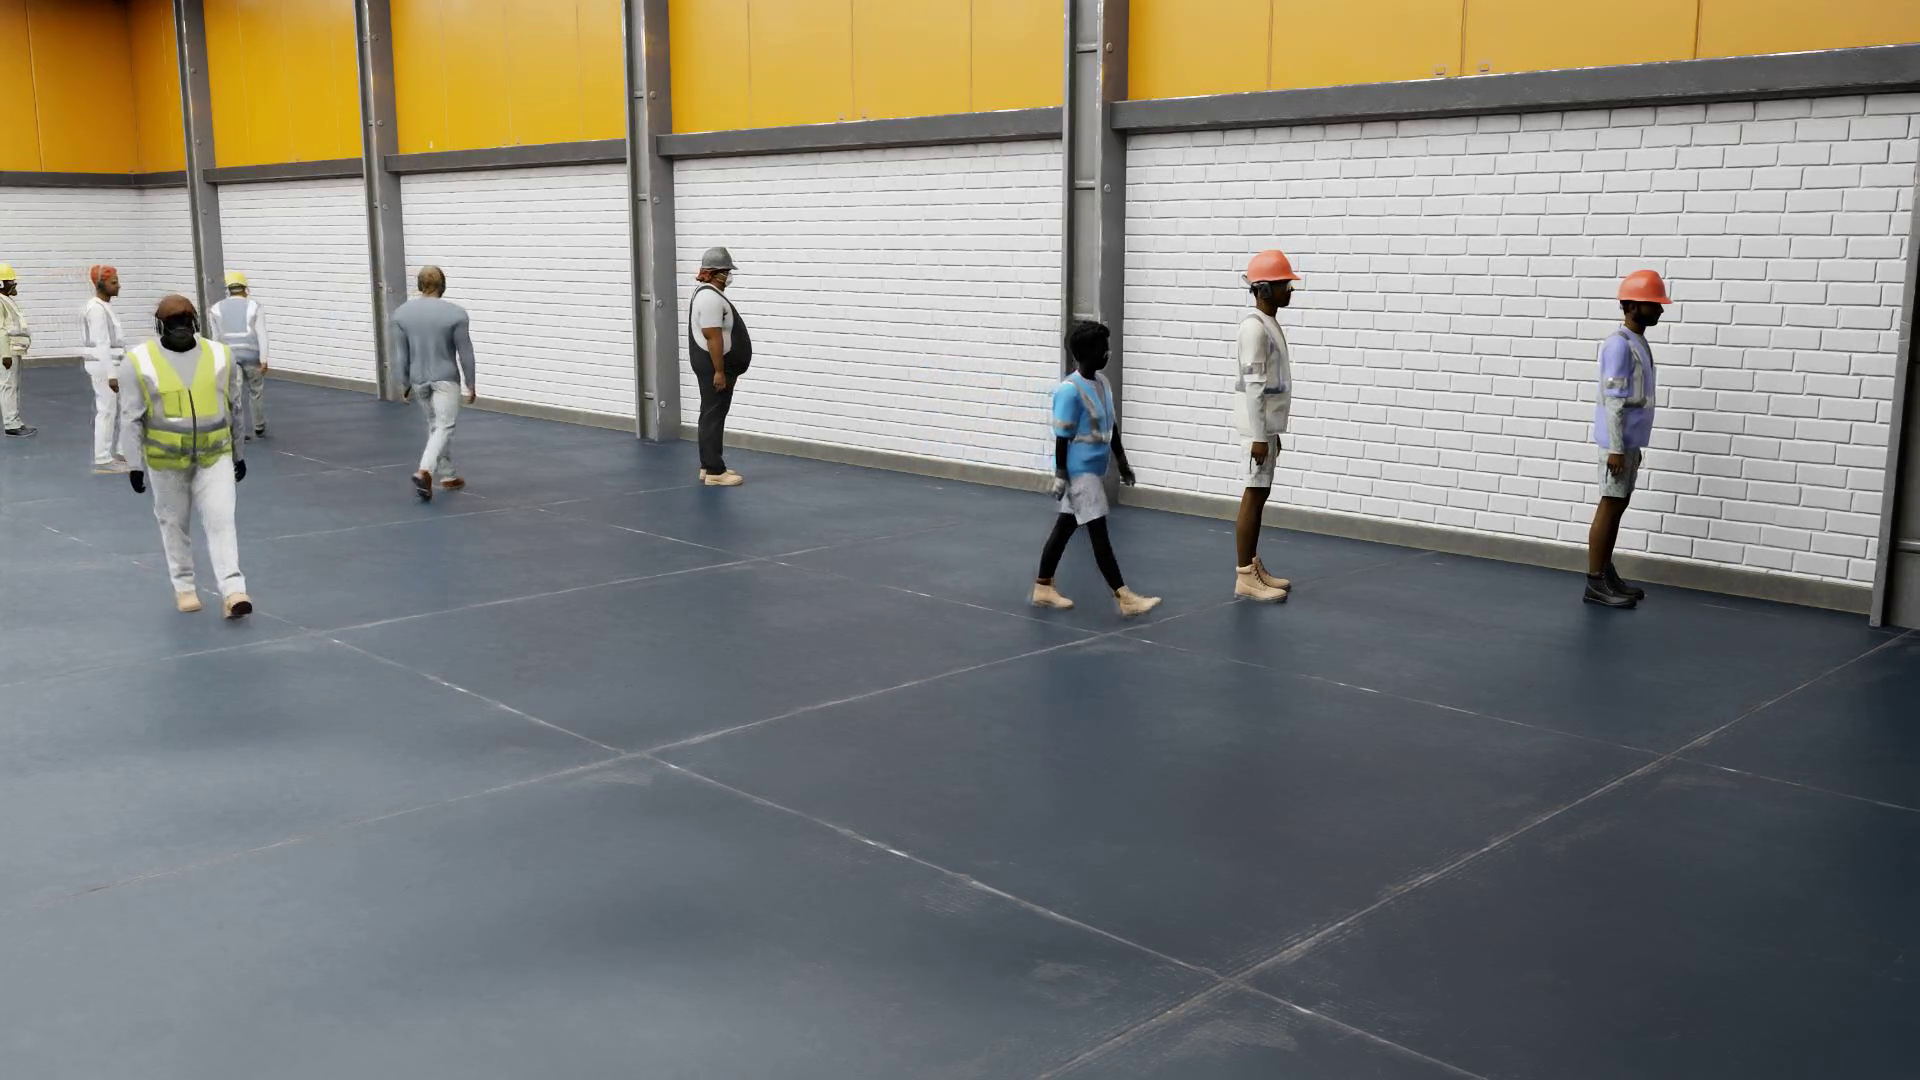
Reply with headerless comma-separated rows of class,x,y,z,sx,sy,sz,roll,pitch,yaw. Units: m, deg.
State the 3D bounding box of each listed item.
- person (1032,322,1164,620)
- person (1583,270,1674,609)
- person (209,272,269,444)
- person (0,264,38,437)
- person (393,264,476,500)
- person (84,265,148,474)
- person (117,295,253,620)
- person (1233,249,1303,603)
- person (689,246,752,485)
person,0.760,-0.384,9.267,0.858,1.644,0.547,5,11,25
person,3.859,-0.581,9.595,0.376,1.935,0.550,7,12,32
person,-7.440,-1.886,17.237,0.592,1.762,0.957,-2,11,-9
person,-10.077,-2.006,17.651,0.403,1.833,0.590,-4,11,-21
person,-4.297,-1.292,13.573,0.641,1.908,0.936,2,11,9
person,-7.549,-1.519,14.903,0.586,1.862,0.602,-3,11,-15
person,-4.256,-0.439,9.191,0.660,1.794,0.939,-7,13,-34
person,1.794,-0.667,9.766,0.367,2.048,0.607,3,11,16
person,-2.059,-1.504,14.347,0.535,2.000,0.686,-3,11,-14
